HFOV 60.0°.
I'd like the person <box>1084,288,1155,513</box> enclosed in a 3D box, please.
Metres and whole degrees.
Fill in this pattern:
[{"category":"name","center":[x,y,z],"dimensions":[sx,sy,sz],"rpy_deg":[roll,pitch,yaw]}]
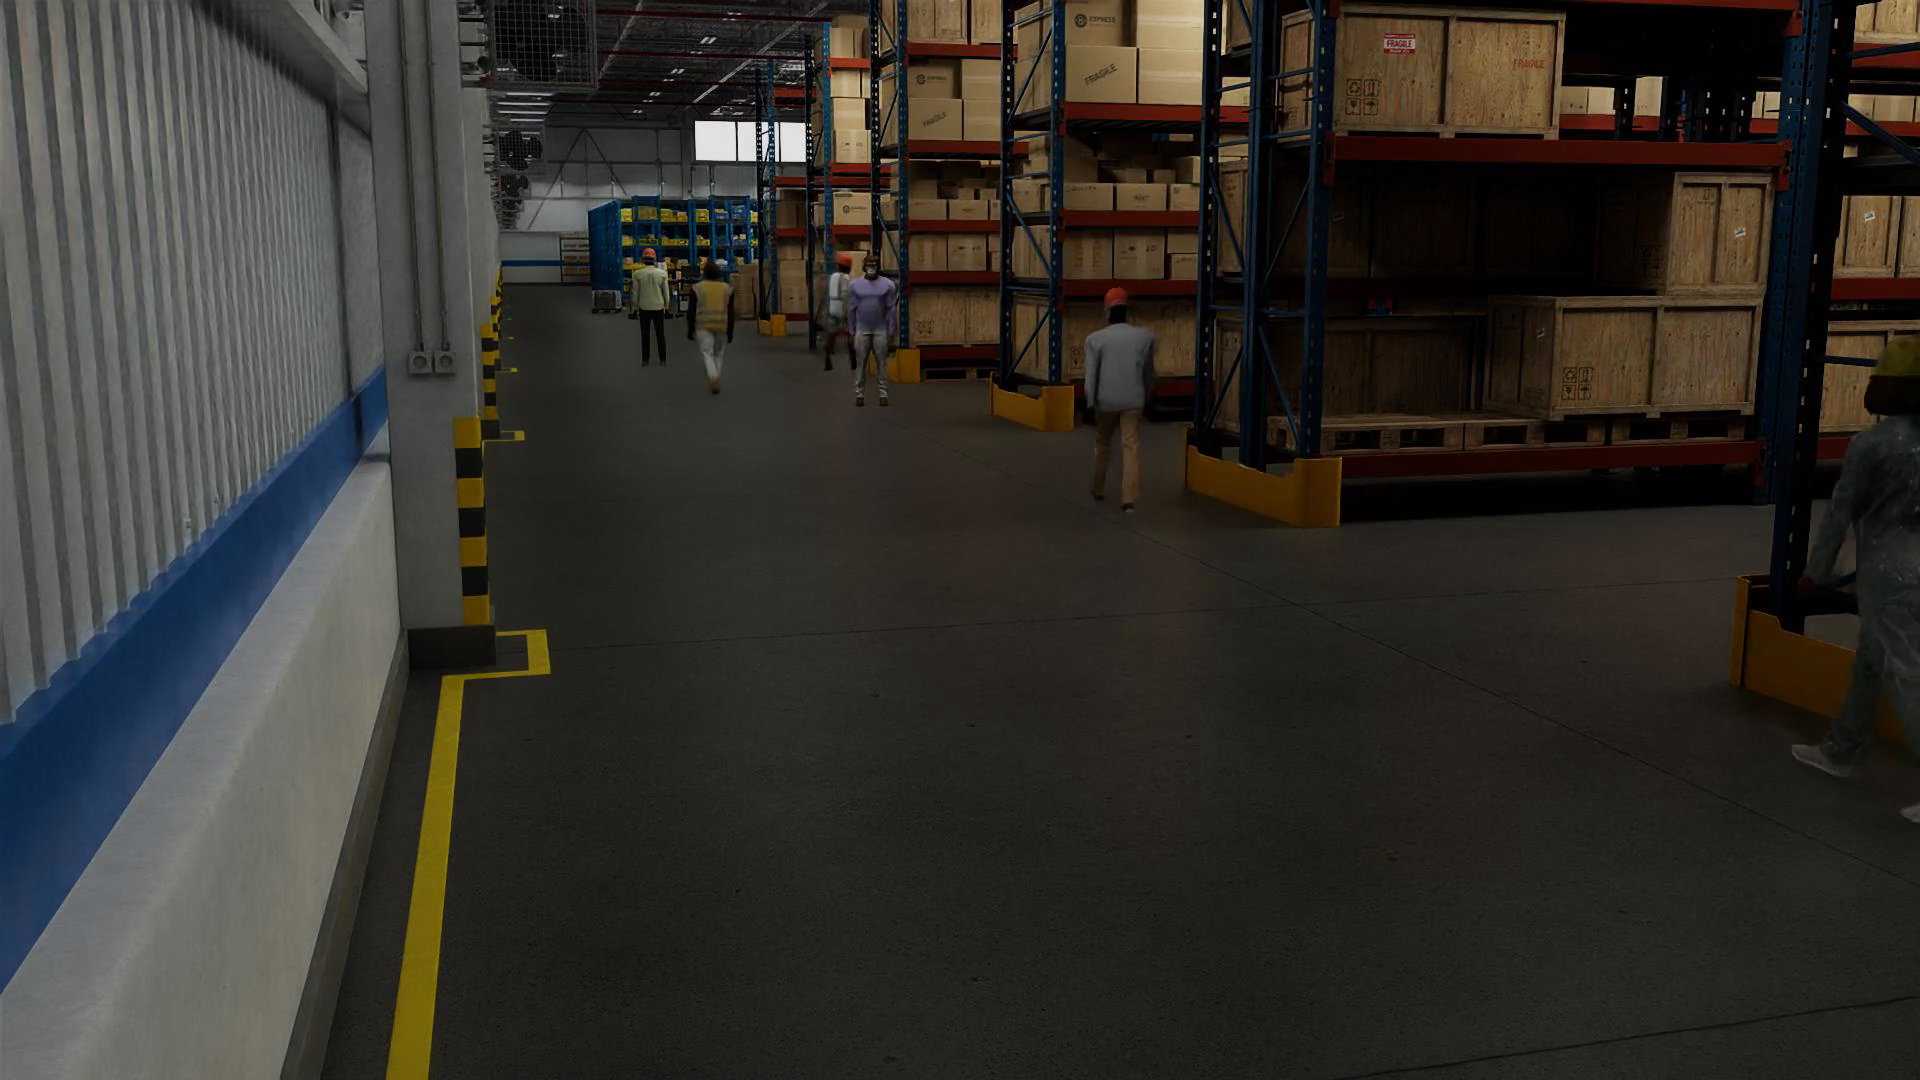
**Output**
[{"category":"person","center":[1.223,-1.082,12.830],"dimensions":[0.566,1.702,0.909],"rpy_deg":[0,10,-2]}]

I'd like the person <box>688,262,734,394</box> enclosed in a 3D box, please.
[{"category":"person","center":[-3.385,-2.890,22.756],"dimensions":[0.621,1.823,0.815],"rpy_deg":[-5,11,-25]}]

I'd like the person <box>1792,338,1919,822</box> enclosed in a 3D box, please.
[{"category":"person","center":[3.396,0.128,5.996],"dimensions":[0.492,1.698,0.891],"rpy_deg":[-4,11,-19]}]

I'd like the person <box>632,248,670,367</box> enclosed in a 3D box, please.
[{"category":"person","center":[-5.206,-3.908,28.018],"dimensions":[0.619,1.990,0.391],"rpy_deg":[-3,11,-17]}]

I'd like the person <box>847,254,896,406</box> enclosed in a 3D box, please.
[{"category":"person","center":[-1.121,-2.654,21.112],"dimensions":[0.625,1.931,0.370],"rpy_deg":[0,10,-2]}]

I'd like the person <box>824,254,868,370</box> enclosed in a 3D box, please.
[{"category":"person","center":[-1.901,-3.721,27.230],"dimensions":[0.765,1.890,0.635],"rpy_deg":[-8,13,-38]}]
